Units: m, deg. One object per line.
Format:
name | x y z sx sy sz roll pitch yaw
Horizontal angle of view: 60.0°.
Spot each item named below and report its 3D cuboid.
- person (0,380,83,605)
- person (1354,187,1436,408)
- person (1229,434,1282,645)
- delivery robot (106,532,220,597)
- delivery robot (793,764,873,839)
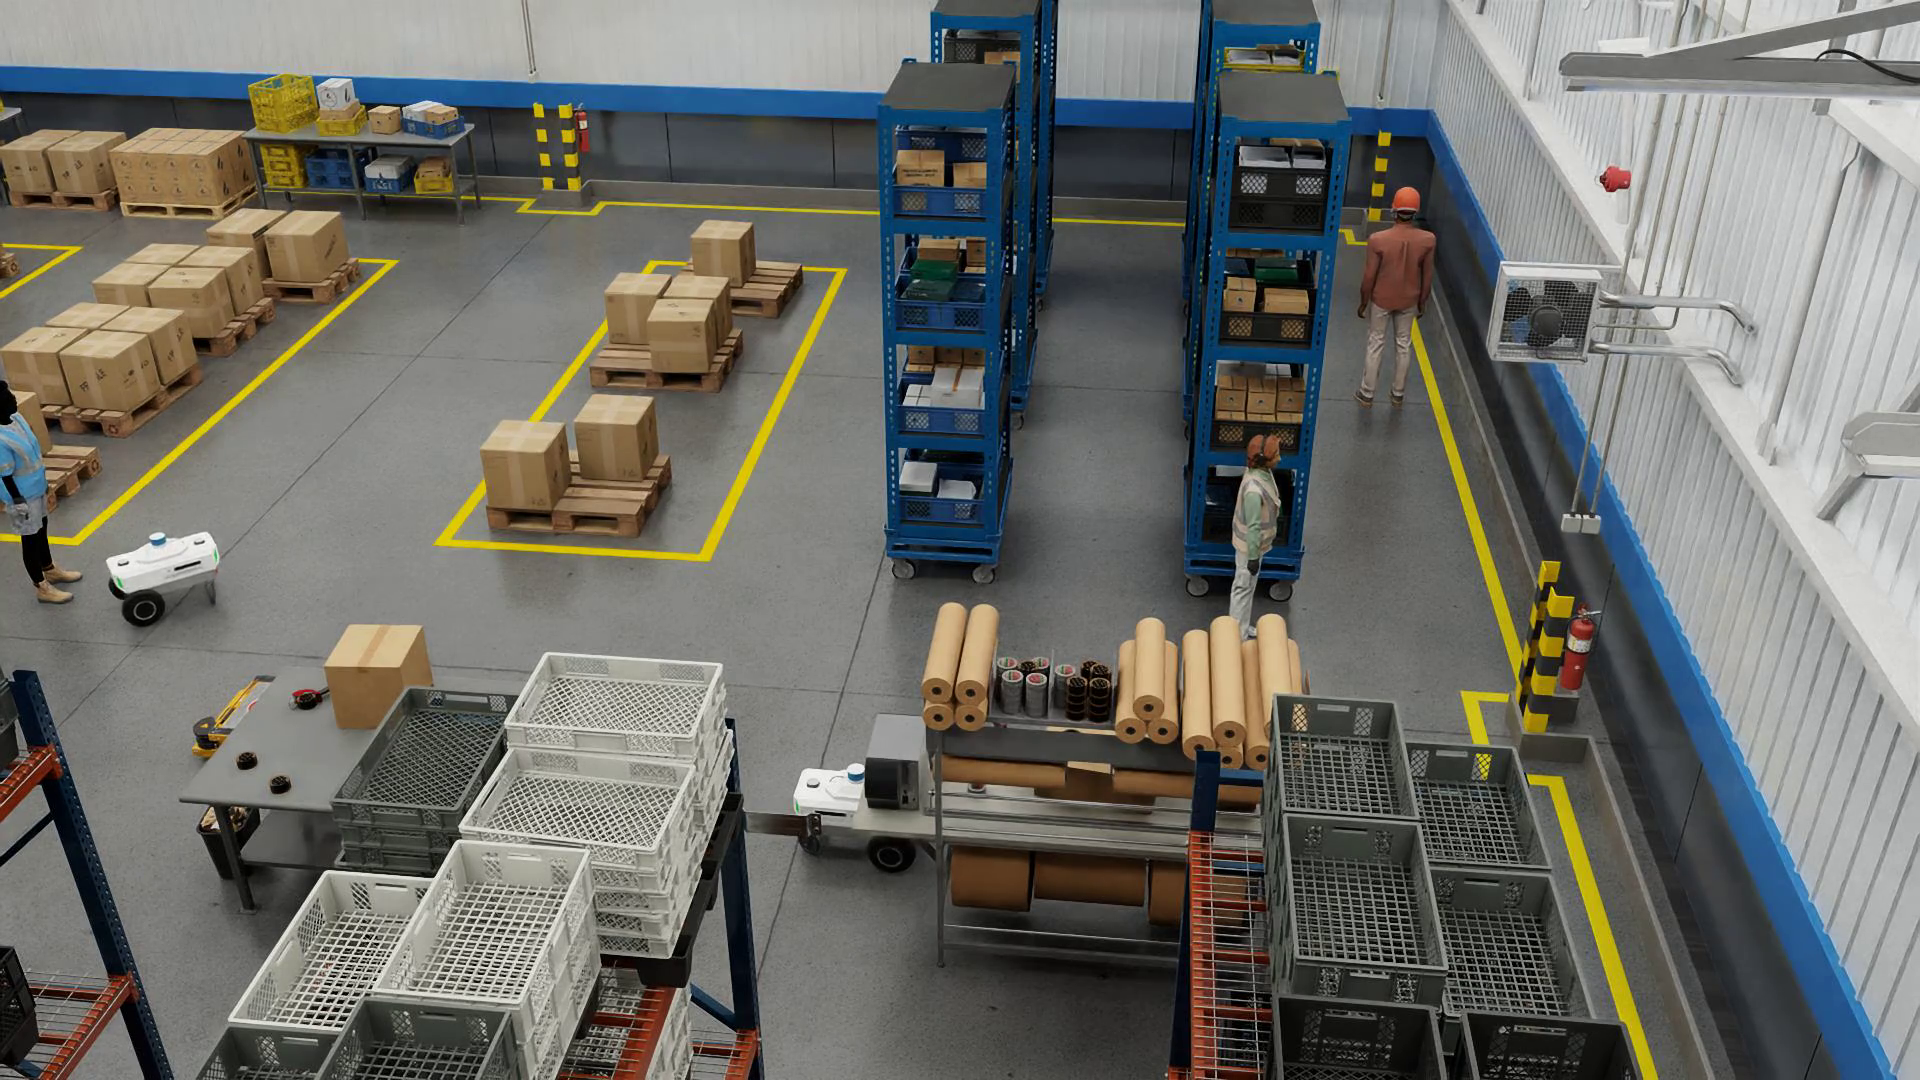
person | -6.652 -0.354 11.844 0.318 1.700 0.535 -6 31 -10
person | 3.799 -2.116 14.580 0.622 1.993 0.382 -2 30 -3
person | 1.982 0.030 11.242 0.307 1.640 0.518 6 31 10
delivery robot | -5.723 0.177 11.972 0.707 0.478 0.477 -20 36 -30
delivery robot | -0.599 1.520 9.666 0.707 0.478 0.477 4 31 7
